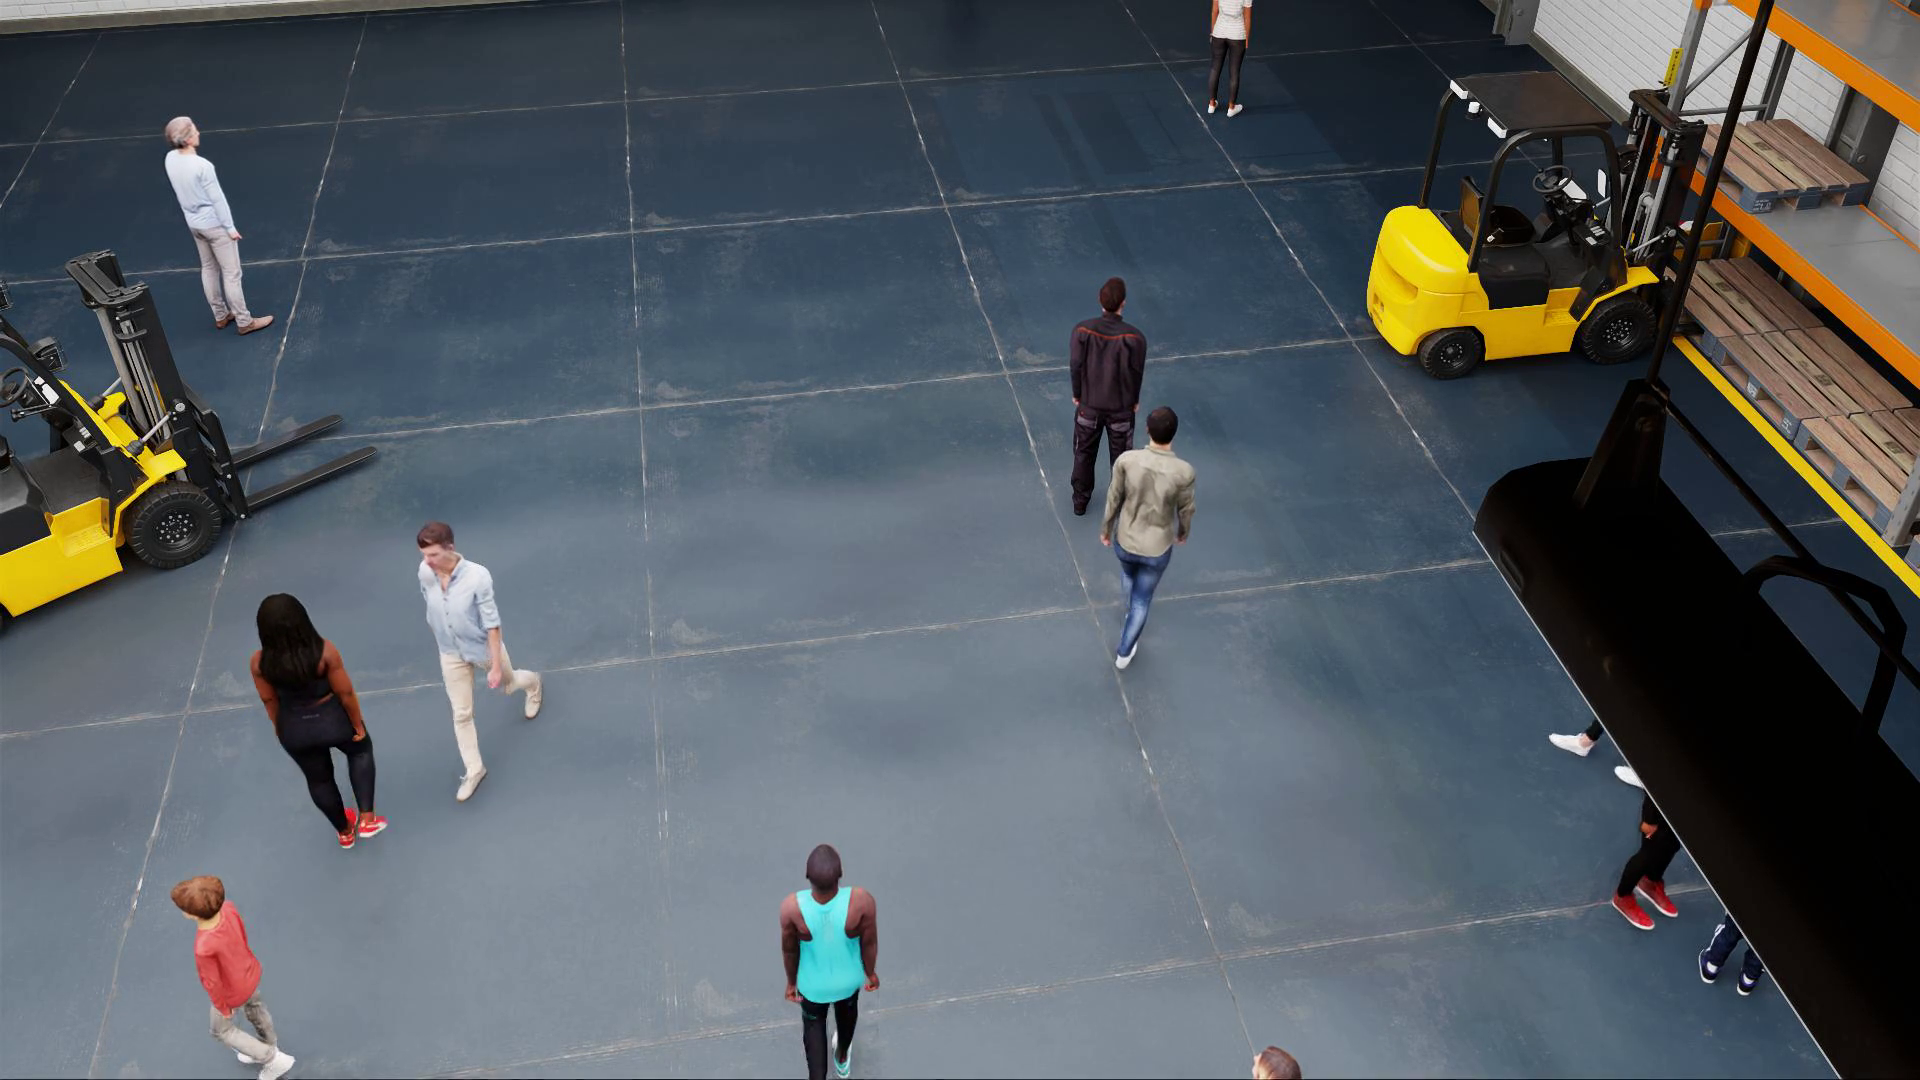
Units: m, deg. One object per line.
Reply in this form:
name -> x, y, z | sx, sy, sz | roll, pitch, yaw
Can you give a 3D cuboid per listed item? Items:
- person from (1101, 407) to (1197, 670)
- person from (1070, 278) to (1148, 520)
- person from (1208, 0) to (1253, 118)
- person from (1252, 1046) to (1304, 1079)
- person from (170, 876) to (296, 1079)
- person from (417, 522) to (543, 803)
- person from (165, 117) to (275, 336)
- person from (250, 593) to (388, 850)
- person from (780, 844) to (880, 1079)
person -> 1.135, 0.073, 10.471 | 0.970, 1.829, 1.082 | 11, 40, 13
person -> 1.036, -0.987, 11.730 | 0.771, 1.915, 0.748 | 9, 40, 11
person -> 2.794, -5.232, 17.262 | 0.653, 1.645, 0.683 | 16, 41, 19
person -> 1.308, 2.749, 7.243 | 0.616, 1.676, 0.631 | -30, 48, -32
person -> -3.518, 2.169, 8.185 | 0.668, 1.407, 0.612 | 5, 39, 6
person -> -2.829, 0.583, 9.847 | 0.935, 1.810, 1.290 | 6, 39, 8
person -> -6.214, -2.601, 13.769 | 0.747, 1.892, 0.785 | 20, 43, 23
person -> -3.568, 1.081, 9.228 | 0.679, 1.805, 0.688 | -10, 40, -12
person -> -0.613, 2.143, 7.910 | 0.654, 1.791, 0.992 | -3, 39, -4
